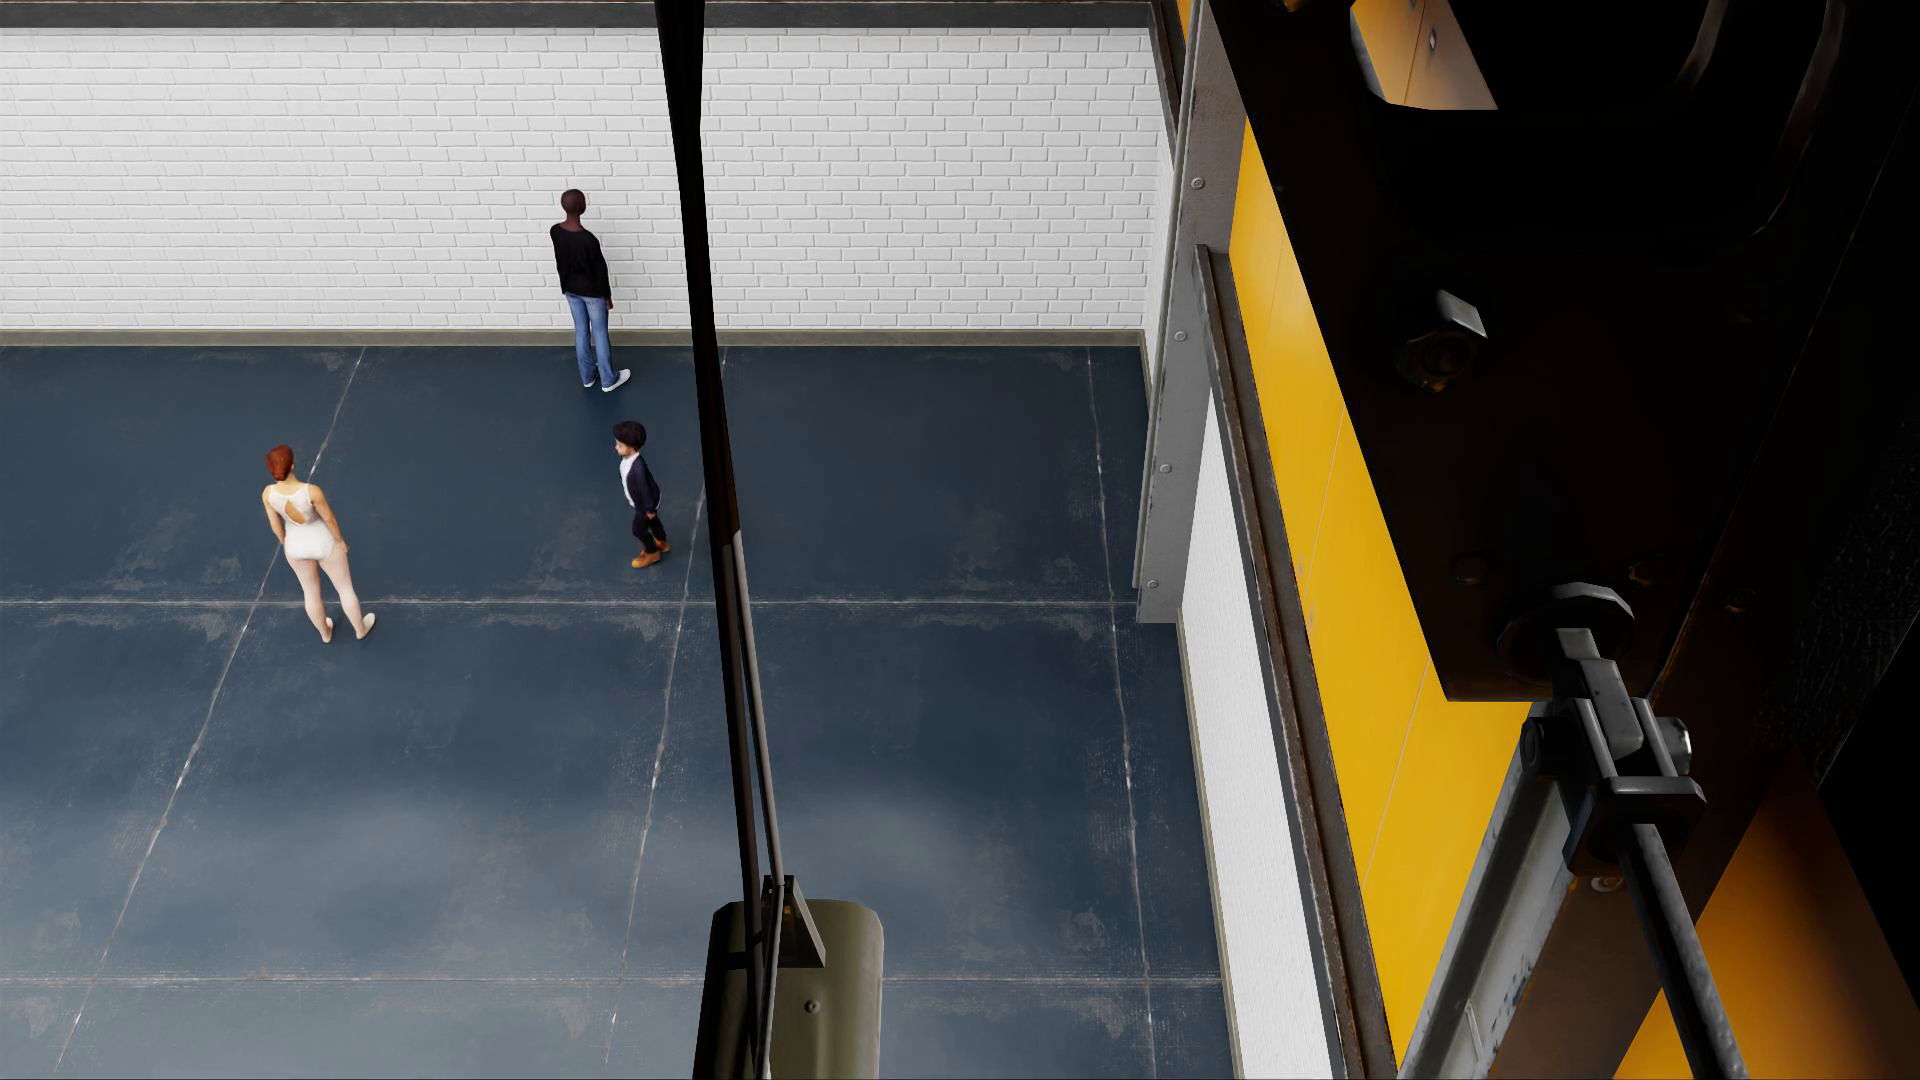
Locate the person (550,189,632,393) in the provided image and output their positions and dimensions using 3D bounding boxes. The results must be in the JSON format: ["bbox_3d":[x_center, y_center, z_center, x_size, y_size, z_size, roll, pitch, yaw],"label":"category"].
[{"bbox_3d":[-2.899,-1.928,12.870,0.678,1.748,0.683,18,46,18],"label":"person"}]

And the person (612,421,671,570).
[{"bbox_3d":[-2.161,-0.336,11.583,0.664,1.218,0.578,-16,46,-17],"label":"person"}]

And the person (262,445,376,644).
[{"bbox_3d":[-4.240,0.039,10.881,0.572,1.643,0.489,-4,44,-4],"label":"person"}]
